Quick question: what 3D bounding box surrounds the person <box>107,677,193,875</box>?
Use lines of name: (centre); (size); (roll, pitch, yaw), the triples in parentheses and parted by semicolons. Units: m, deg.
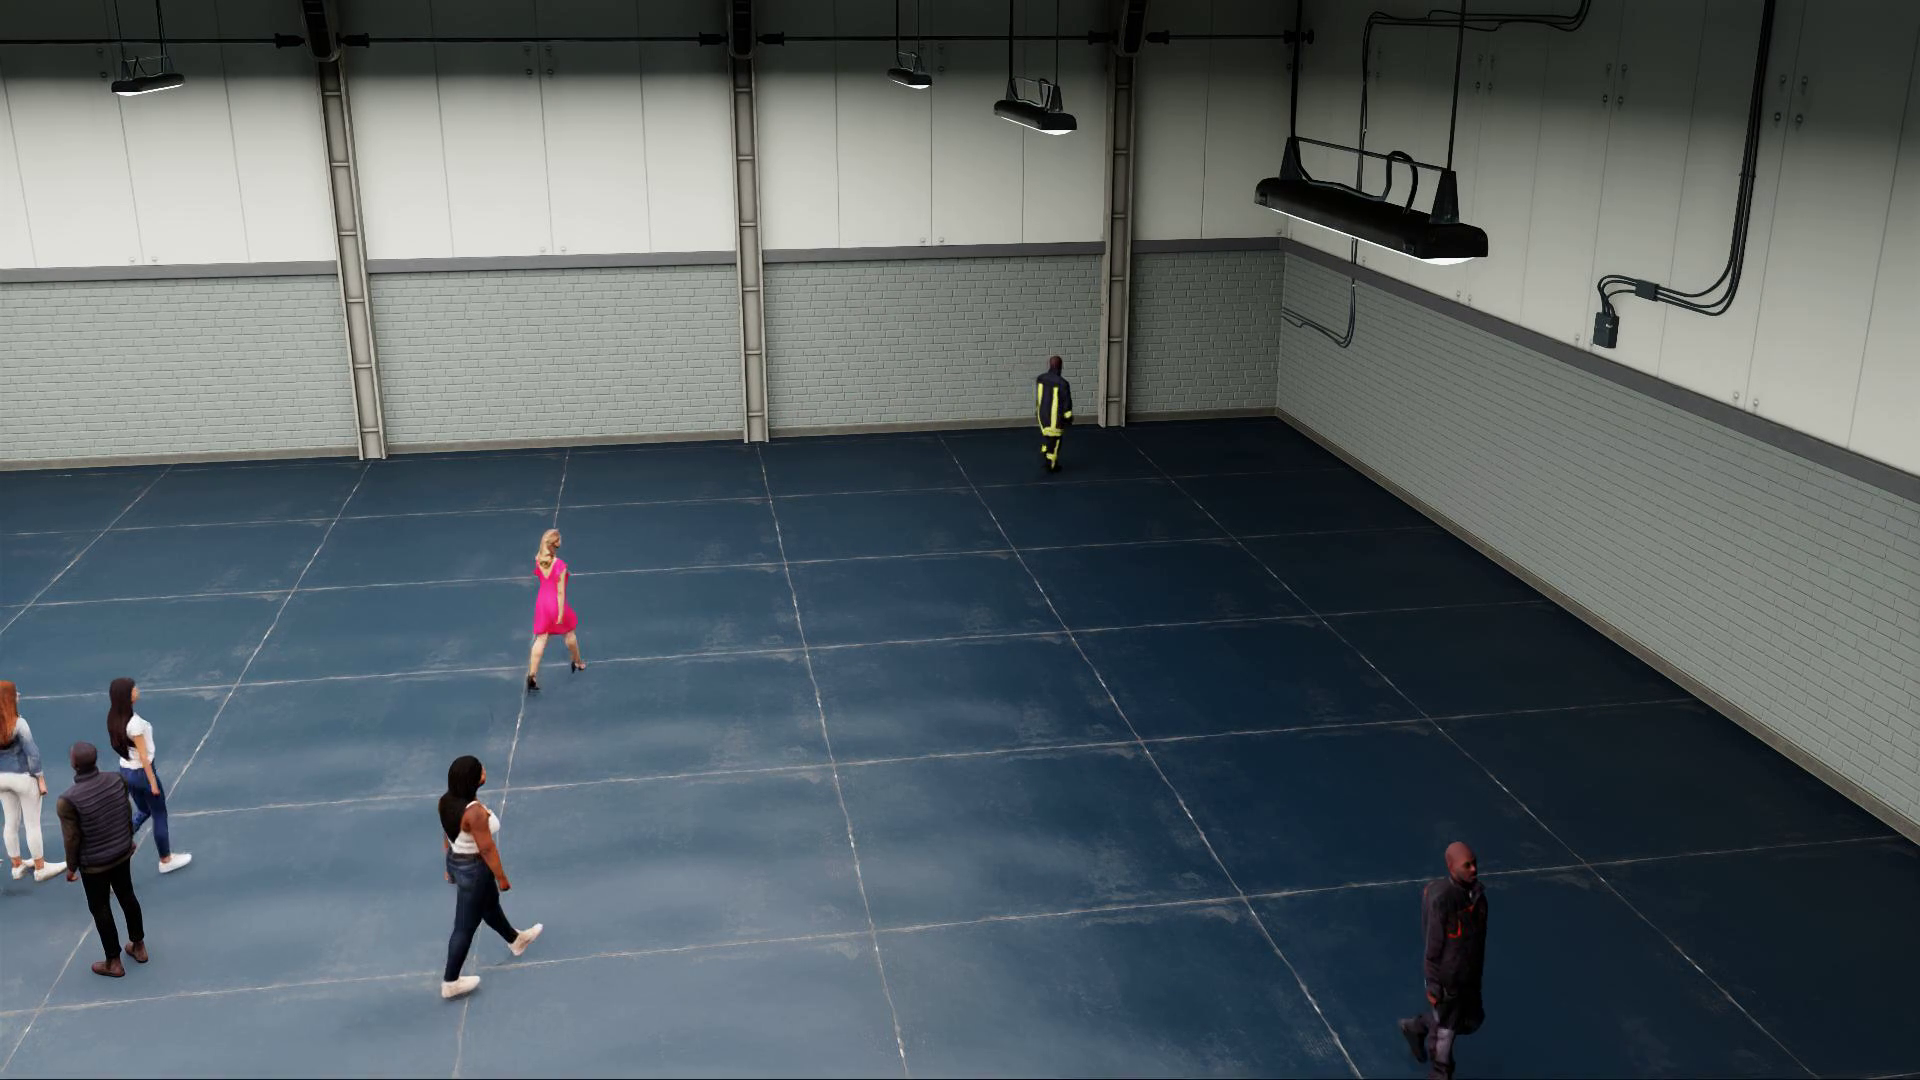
person: (-6.667, 1.944, 13.387); (0.921, 1.759, 1.005); (12, 22, 33)

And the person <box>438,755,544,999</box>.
person: (-3.580, 2.429, 11.881); (1.220, 1.768, 1.028); (-15, 24, -39)

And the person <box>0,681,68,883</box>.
person: (-7.645, 1.950, 13.465); (0.590, 1.700, 0.744); (4, 18, 13)

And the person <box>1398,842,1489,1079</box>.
person: (3.117, 2.761, 10.804); (0.977, 1.805, 0.980); (-13, 22, -34)

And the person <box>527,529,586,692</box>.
person: (-4.284, 0.757, 17.173); (1.087, 1.671, 1.038); (8, 20, 24)

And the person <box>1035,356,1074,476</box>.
person: (1.346, -1.871, 25.014); (0.946, 1.814, 0.999); (14, 23, 38)

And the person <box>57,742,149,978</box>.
person: (-6.255, 2.309, 12.144); (0.802, 1.835, 0.776); (9, 20, 27)
